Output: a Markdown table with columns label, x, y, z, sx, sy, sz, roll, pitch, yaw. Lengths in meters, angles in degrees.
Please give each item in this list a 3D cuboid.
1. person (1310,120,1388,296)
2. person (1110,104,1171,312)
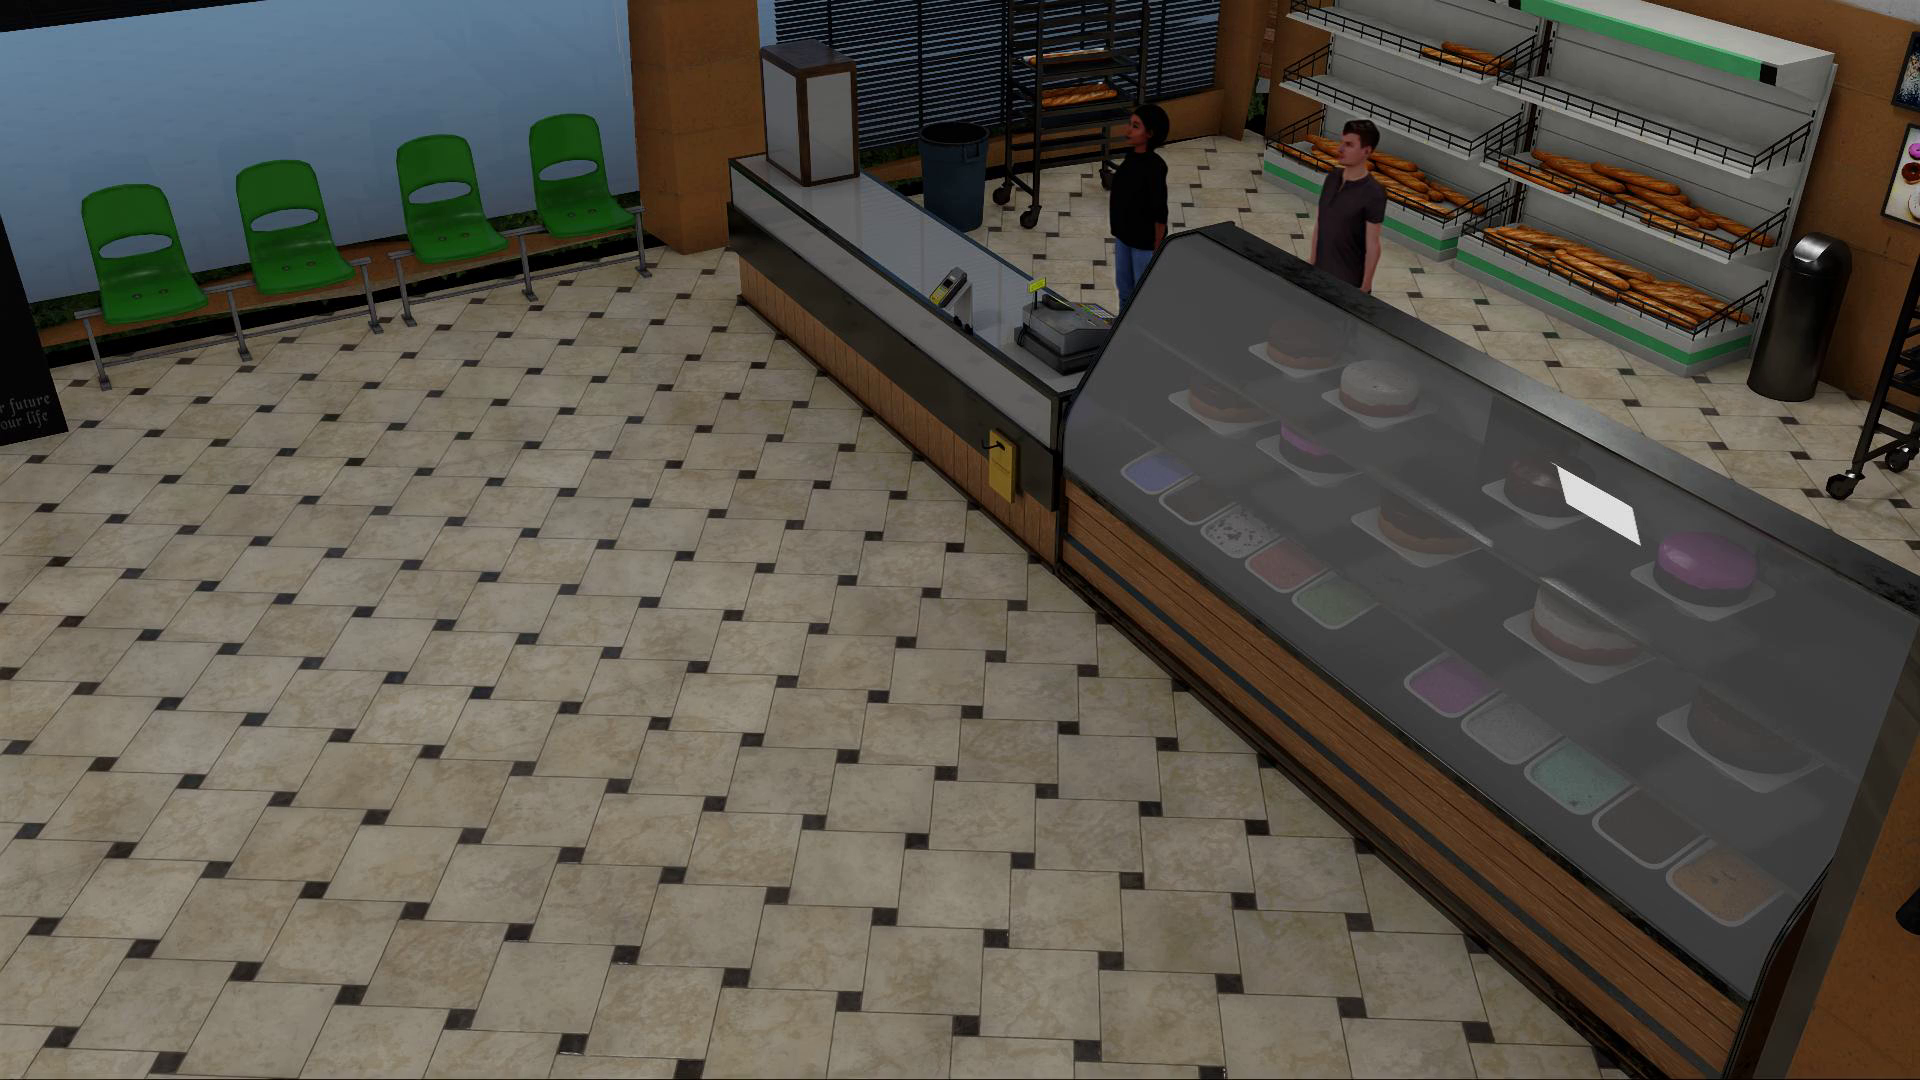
| label | x | y | z | sx | sy | sz | roll | pitch | yaw |
| --- | --- | --- | --- | --- | --- | --- | --- | --- | --- |
| person | 2.147 | -1.452 | 9.325 | 0.539 | 1.852 | 0.641 | -16 | 35 | -24 |
| person | 1.084 | -1.779 | 9.994 | 0.533 | 1.701 | 0.571 | -16 | 35 | -24 |
